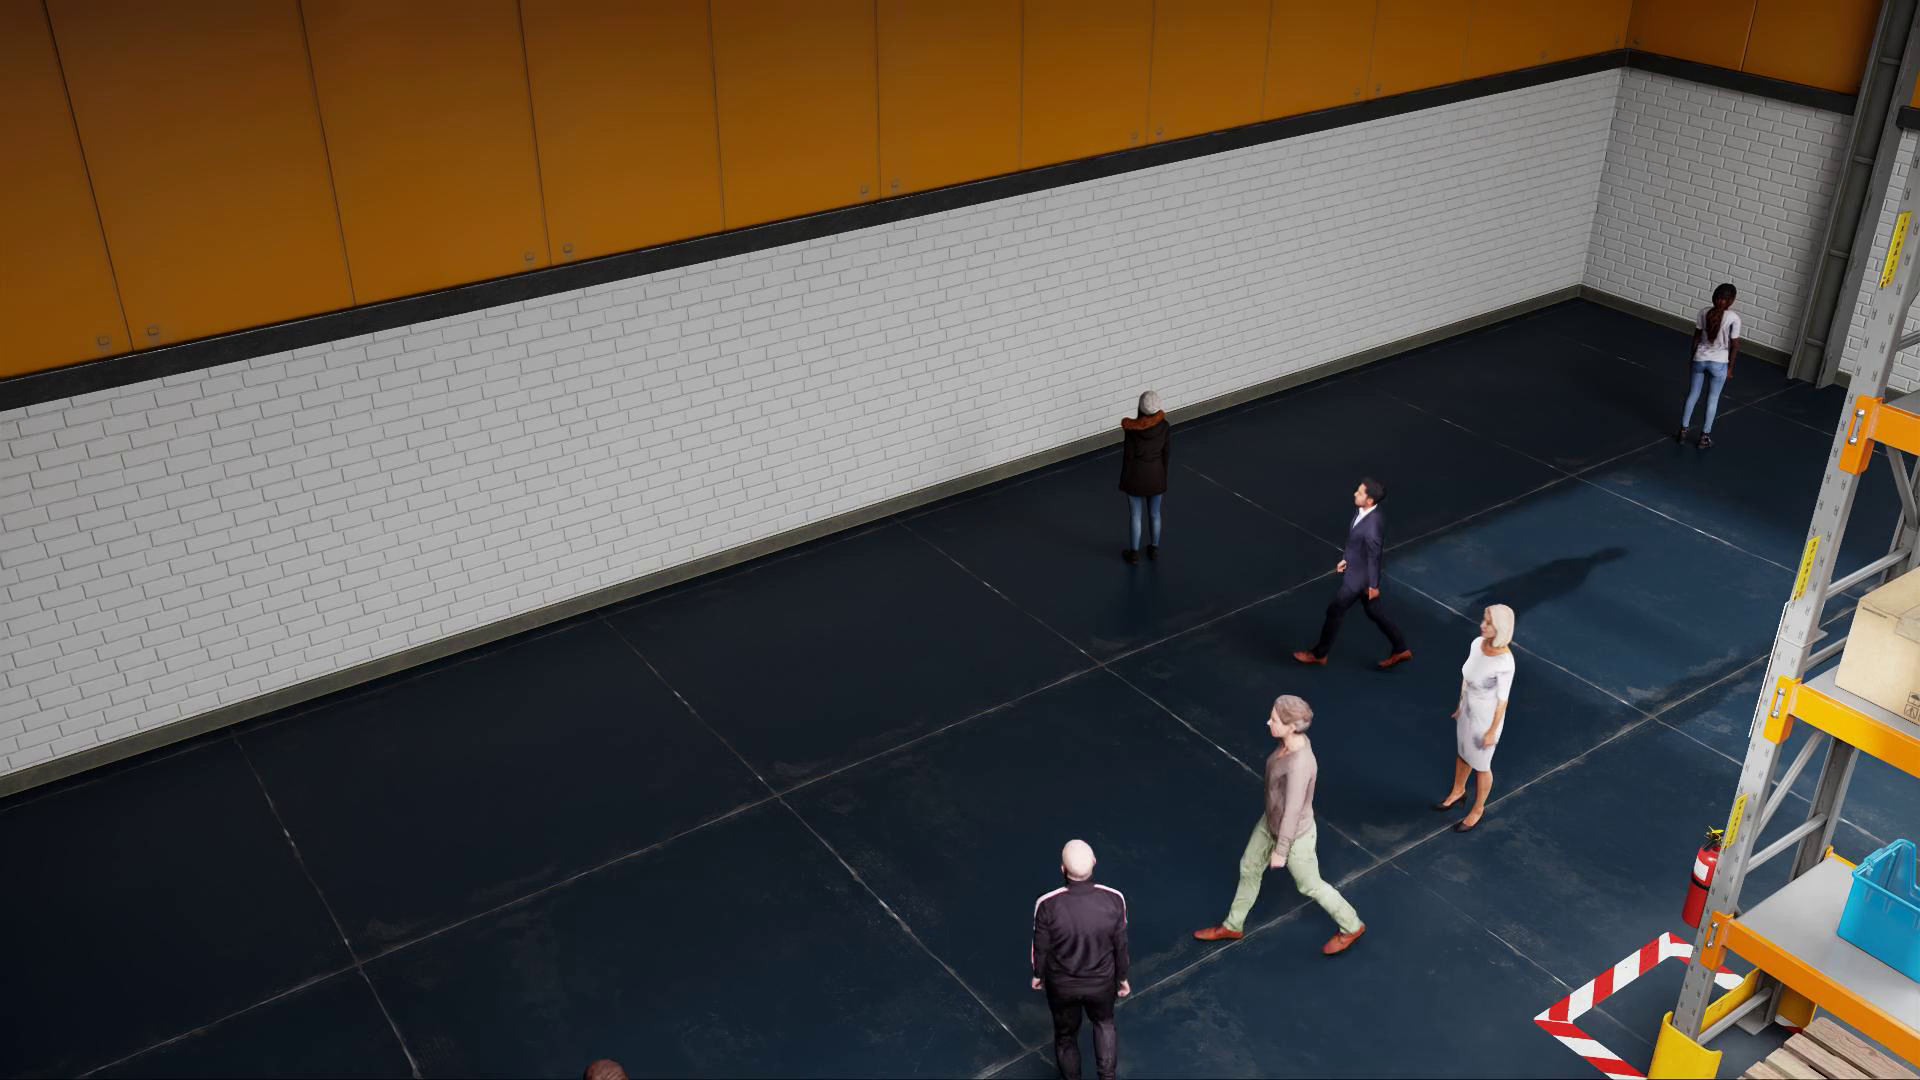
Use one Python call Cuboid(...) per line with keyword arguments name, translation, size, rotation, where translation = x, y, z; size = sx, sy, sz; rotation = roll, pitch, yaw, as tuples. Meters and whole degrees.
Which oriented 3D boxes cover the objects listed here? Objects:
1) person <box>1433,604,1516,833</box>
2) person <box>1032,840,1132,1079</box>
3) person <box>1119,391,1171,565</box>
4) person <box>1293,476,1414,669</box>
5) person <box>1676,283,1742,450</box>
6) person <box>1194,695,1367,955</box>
Cuboid(name="person", translation=(3.532, 1.187, 11.272), size=(0.680, 1.751, 0.535), rotation=(-9, 30, -17))
Cuboid(name="person", translation=(0.651, 2.444, 8.902), size=(0.848, 1.814, 0.898), rotation=(-1, 29, -1))
Cuboid(name="person", translation=(1.626, -0.556, 14.592), size=(0.708, 1.633, 0.713), rotation=(-7, 29, -13))
Cuboid(name="person", translation=(3.235, 0.294, 12.976), size=(1.200, 1.688, 1.135), rotation=(5, 29, 8))
Cuboid(name="person", translation=(7.536, -1.762, 16.711), size=(0.538, 1.719, 0.692), rotation=(23, 36, 36))
Cuboid(name="person", translation=(2.097, 1.773, 10.104), size=(1.213, 1.842, 1.315), rotation=(-2, 29, -3))
